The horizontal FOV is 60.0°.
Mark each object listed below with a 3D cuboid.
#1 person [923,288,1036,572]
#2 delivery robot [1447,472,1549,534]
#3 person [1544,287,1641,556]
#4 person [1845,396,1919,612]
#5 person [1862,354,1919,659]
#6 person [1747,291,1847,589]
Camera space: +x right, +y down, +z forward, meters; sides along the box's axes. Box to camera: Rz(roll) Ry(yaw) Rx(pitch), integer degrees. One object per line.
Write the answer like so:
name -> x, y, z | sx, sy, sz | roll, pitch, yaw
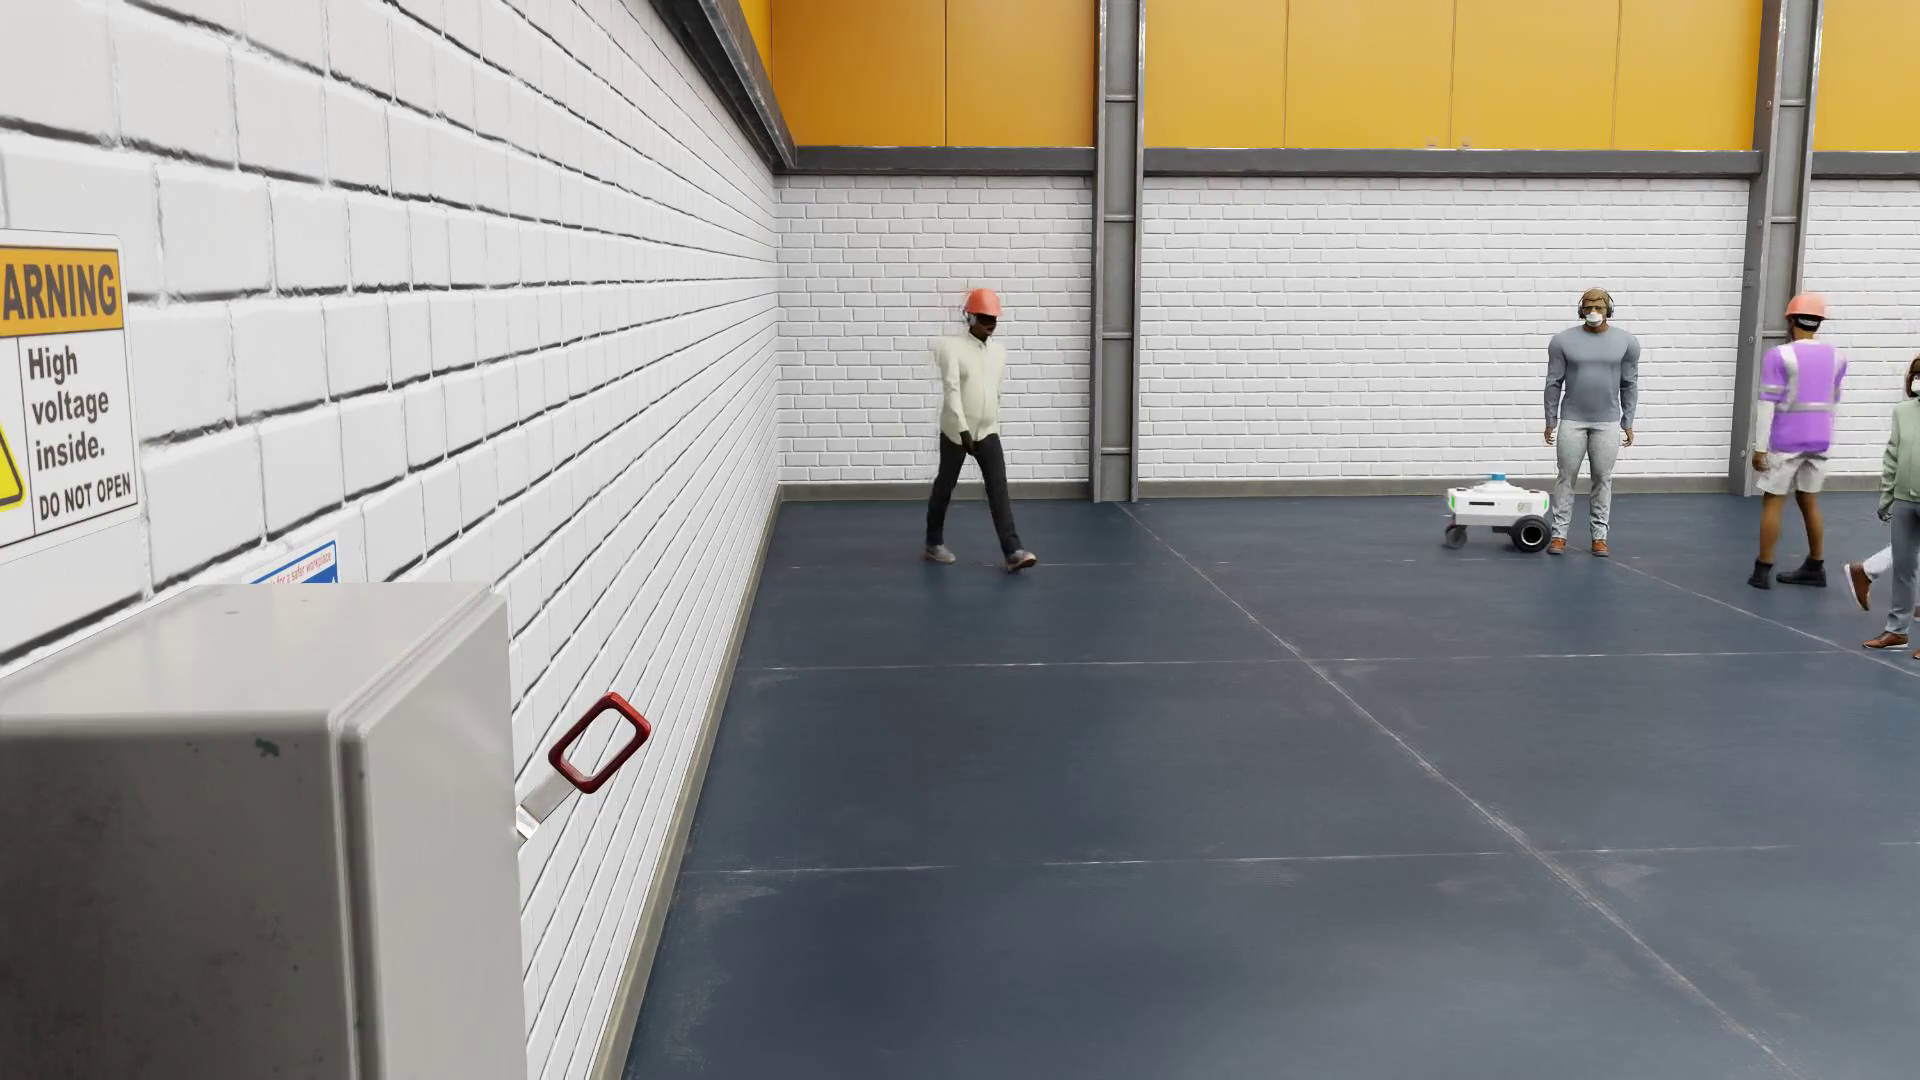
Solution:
person -> 0.100, -0.752, 11.446 | 0.594, 1.934, 1.080 | -6, 11, -34
delivery robot -> 3.984, -0.259, 12.339 | 0.707, 0.478, 0.477 | 2, 9, 13
person -> 4.537, -0.846, 11.994 | 0.634, 1.936, 0.351 | 3, 10, 18
person -> 5.584, -0.427, 9.663 | 0.659, 1.842, 0.558 | 2, 9, 10
person -> 5.102, -0.187, 8.807 | 0.268, 1.632, 0.507 | -4, 10, -21
person -> 5.384, -0.637, 10.739 | 0.582, 1.916, 0.431 | -1, 9, -9
